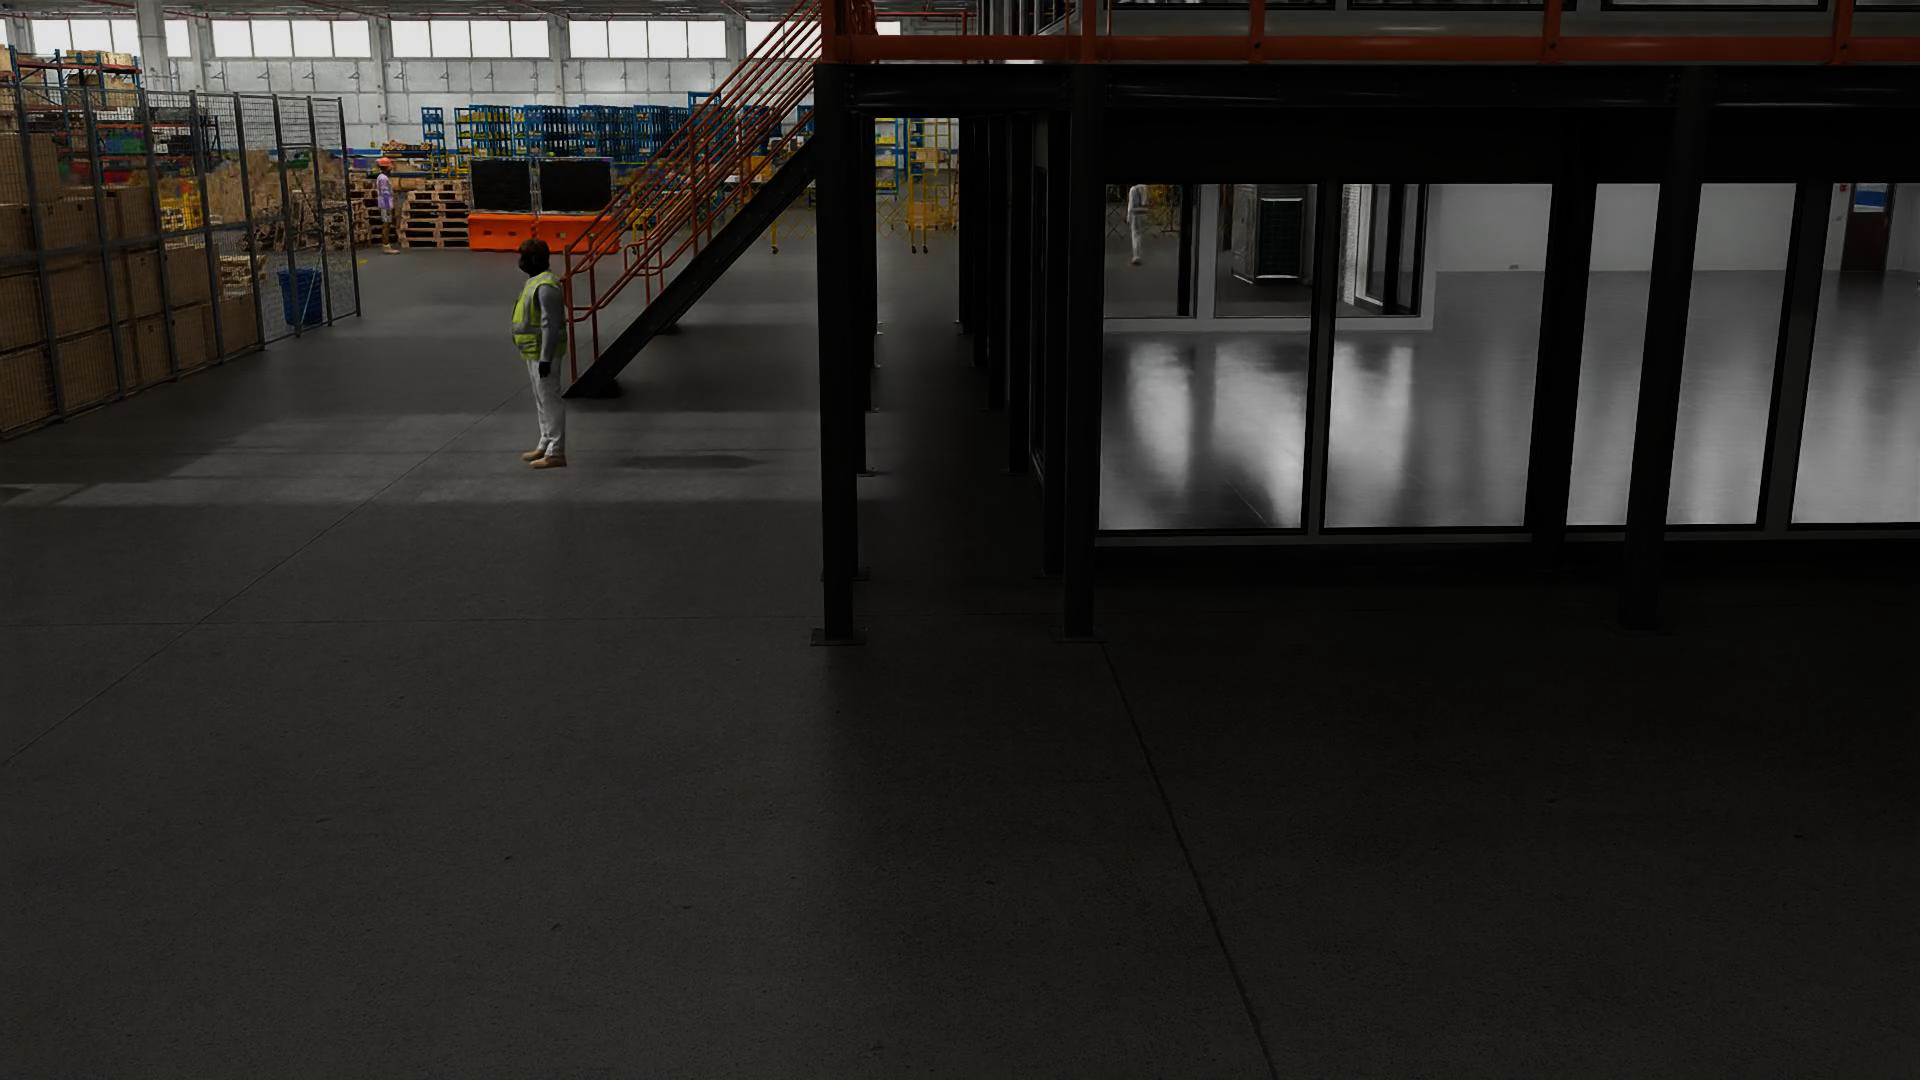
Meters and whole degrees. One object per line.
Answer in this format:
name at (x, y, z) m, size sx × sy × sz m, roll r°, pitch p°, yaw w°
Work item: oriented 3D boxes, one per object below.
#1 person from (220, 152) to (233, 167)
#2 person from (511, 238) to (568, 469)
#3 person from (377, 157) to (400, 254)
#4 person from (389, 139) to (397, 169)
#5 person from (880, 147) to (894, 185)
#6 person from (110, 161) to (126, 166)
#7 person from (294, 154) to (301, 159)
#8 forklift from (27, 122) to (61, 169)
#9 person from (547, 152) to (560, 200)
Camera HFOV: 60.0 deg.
person at (-24.842, -12.278, 56.588) m, size 0.609 × 1.813 × 0.789 m, roll -1°, pitch 14°, yaw -5°
person at (-3.394, -1.505, 13.456) m, size 0.429 × 1.844 × 0.626 m, roll -6°, pitch 15°, yaw -22°
person at (-12.239, -7.143, 35.579) m, size 0.390 × 2.040 × 0.614 m, roll -6°, pitch 15°, yaw -23°
person at (-27.972, -18.771, 82.148) m, size 0.608 × 1.997 × 0.375 m, roll 13°, pitch 19°, yaw 41°
person at (-3.184, -16.714, 74.151) m, size 0.709 × 1.885 × 0.654 m, roll 1°, pitch 14°, yaw 4°
person at (-35.639, -15.803, 70.503) m, size 0.633 × 1.902 × 0.986 m, roll 4°, pitch 15°, yaw 17°
person at (-24.380, -13.391, 61.304) m, size 0.529 × 1.670 × 0.821 m, roll -4°, pitch 15°, yaw -16°
forklift at (-35.376, -14.773, 64.377) m, size 1.129 × 2.768 × 1.873 m, roll -1°, pitch 14°, yaw -2°
person at (-14.867, -13.359, 61.042) m, size 0.540 × 1.734 × 0.819 m, roll 6°, pitch 15°, yaw 24°
